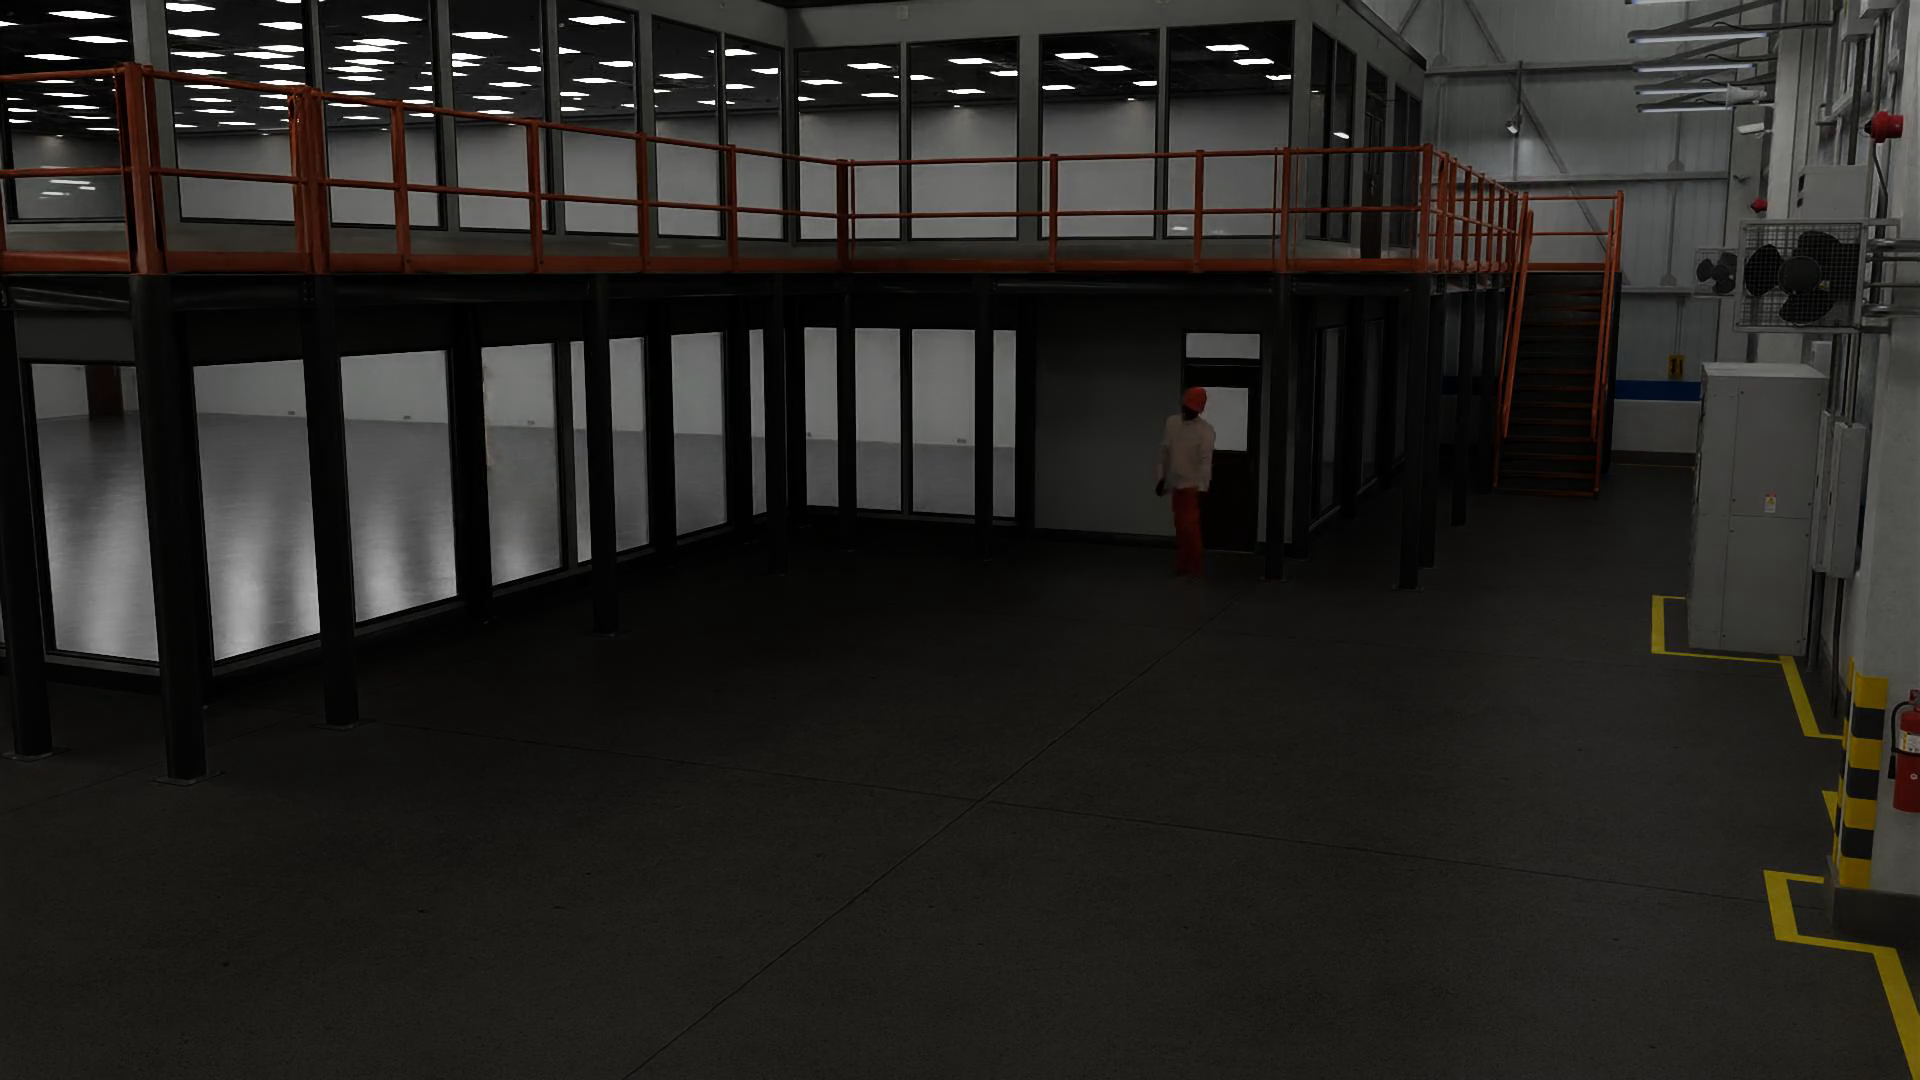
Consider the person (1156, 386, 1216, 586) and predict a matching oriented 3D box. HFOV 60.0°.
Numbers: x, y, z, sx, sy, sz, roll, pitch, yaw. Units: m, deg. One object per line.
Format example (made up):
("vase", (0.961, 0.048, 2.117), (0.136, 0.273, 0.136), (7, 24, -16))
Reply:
("person", (2.230, -0.544, 16.286), (0.438, 1.948, 0.673), (-6, 11, -32))
